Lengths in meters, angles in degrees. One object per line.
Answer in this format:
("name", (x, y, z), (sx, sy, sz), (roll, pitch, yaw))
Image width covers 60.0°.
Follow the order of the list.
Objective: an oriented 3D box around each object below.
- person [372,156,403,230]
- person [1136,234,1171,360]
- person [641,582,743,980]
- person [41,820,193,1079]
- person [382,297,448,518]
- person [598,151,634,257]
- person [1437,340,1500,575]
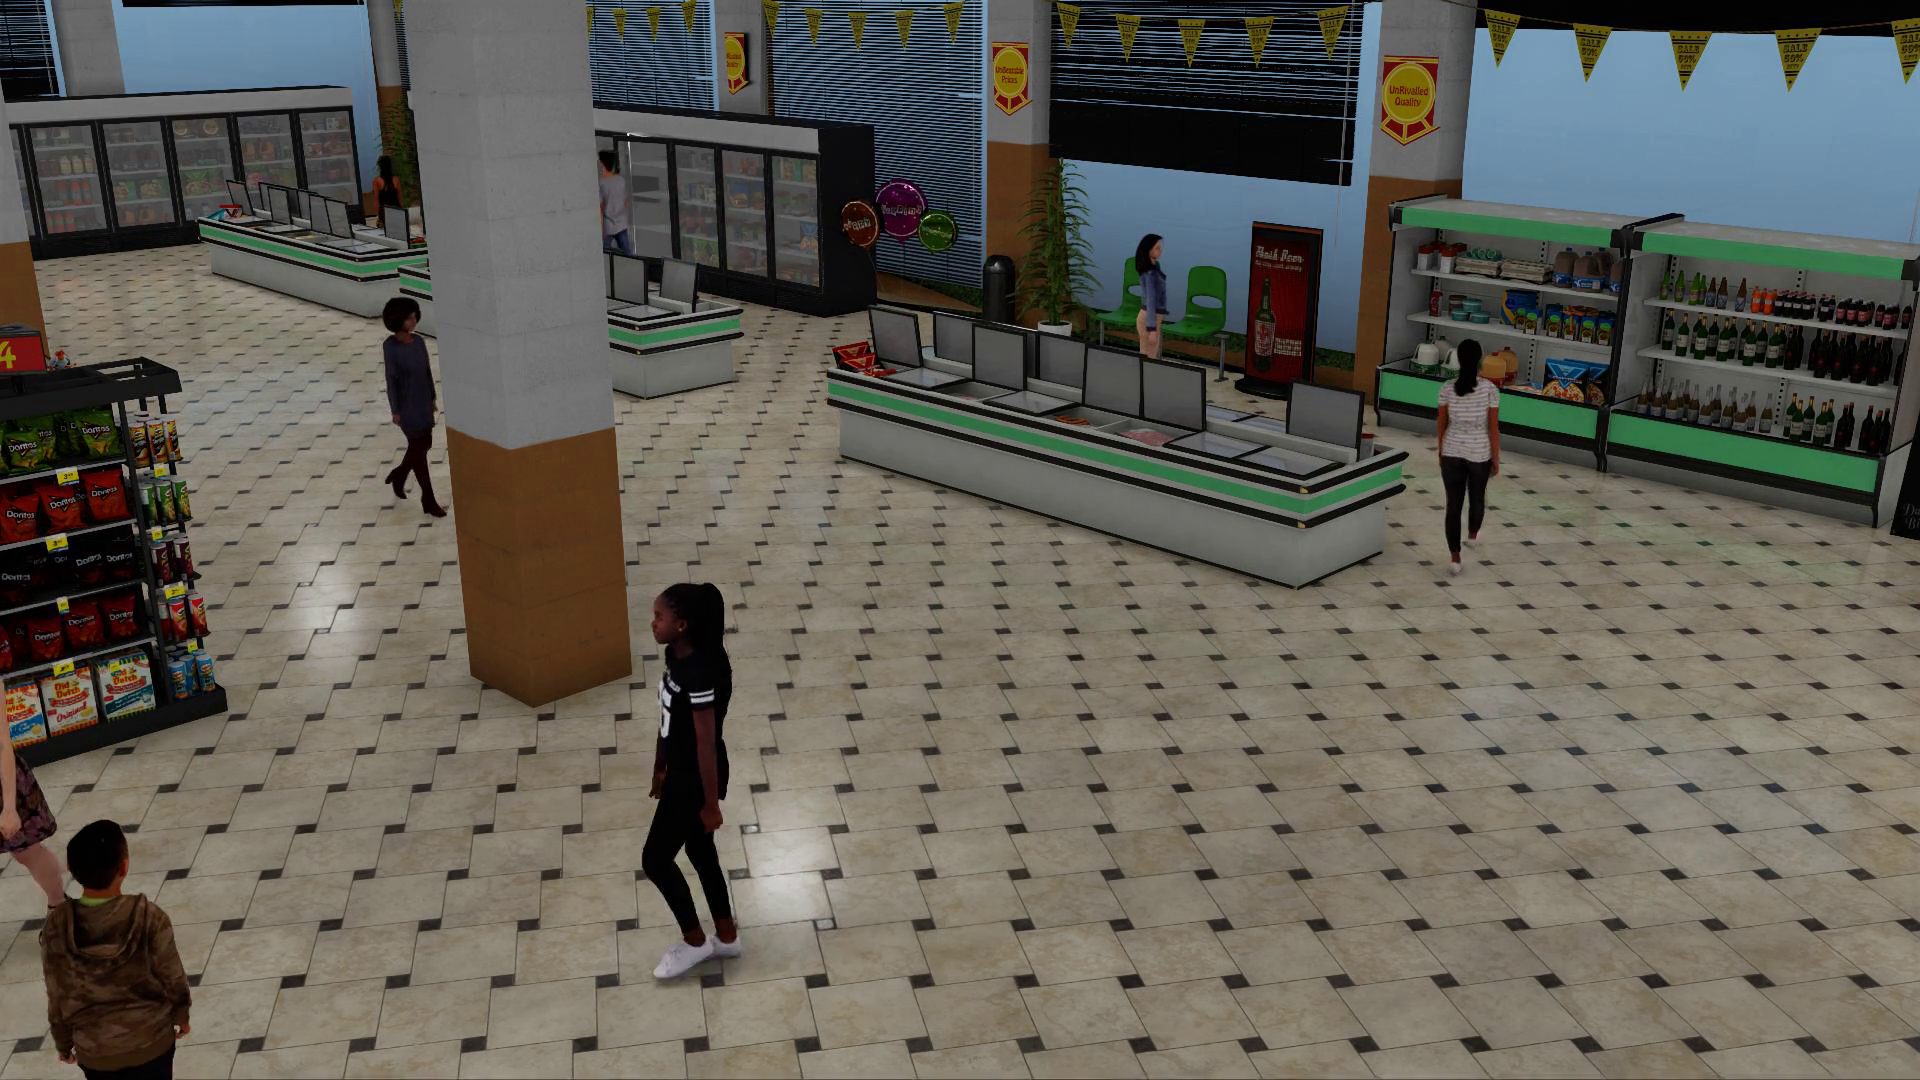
("person", (-8.085, -4.616, 23.645), (0.615, 1.653, 0.699), (-16, 24, -39))
("person", (1.782, -1.996, 15.687), (0.748, 1.773, 0.698), (1, 19, 3))
("person", (-1.027, 0.998, 6.898), (0.806, 1.716, 0.723), (-7, 20, -20))
("person", (-2.760, 1.631, 5.447), (0.700, 1.442, 0.734), (-5, 19, -14))
("person", (-4.320, -1.046, 12.994), (0.999, 1.694, 0.771), (9, 21, 26))
("person", (-4.543, -4.179, 22.025), (0.757, 1.861, 1.142), (-15, 24, -37))
("person", (3.536, -0.549, 11.662), (1.050, 1.602, 0.961), (8, 20, 22))
